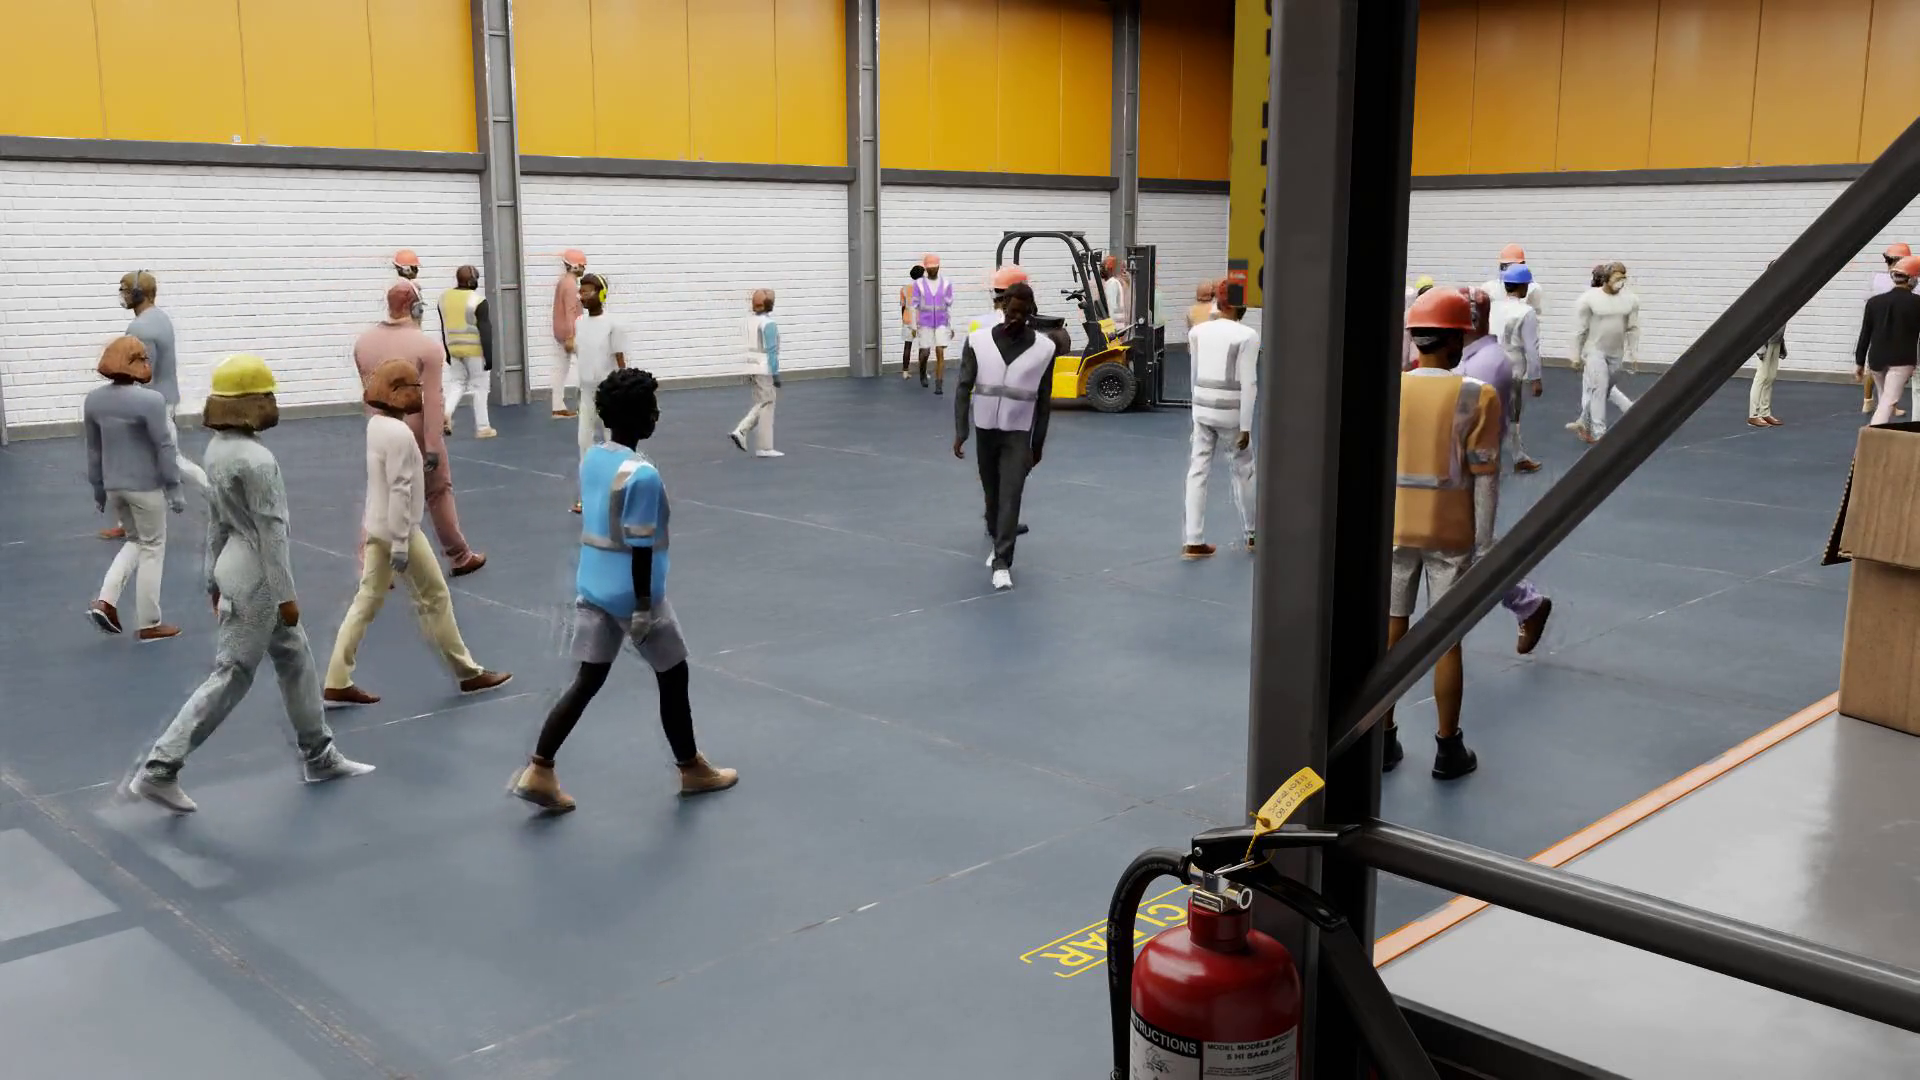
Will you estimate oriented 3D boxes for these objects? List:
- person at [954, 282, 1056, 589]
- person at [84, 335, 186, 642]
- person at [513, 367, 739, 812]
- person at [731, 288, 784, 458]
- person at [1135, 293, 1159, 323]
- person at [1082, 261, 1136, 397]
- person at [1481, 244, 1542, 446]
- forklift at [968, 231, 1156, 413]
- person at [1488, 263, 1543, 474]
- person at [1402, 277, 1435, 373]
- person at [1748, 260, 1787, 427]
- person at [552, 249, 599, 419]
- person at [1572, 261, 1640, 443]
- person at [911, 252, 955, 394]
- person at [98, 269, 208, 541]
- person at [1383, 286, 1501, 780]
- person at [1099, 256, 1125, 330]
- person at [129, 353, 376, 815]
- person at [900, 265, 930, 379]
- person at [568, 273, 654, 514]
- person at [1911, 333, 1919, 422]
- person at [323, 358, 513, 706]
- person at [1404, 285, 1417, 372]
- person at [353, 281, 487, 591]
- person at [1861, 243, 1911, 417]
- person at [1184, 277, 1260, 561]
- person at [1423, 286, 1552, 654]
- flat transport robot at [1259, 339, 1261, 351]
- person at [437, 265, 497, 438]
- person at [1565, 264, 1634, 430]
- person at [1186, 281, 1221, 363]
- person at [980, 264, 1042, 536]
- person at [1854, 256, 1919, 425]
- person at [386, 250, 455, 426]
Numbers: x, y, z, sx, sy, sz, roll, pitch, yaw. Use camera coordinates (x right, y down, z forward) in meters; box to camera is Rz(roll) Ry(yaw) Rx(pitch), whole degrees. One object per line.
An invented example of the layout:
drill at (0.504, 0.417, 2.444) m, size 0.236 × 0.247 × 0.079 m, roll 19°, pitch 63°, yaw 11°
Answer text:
person at (0.287, -0.681, 10.392) m, size 0.606 × 1.858 × 1.041 m, roll 2°, pitch 11°, yaw 8°
person at (-4.324, -0.260, 8.722) m, size 0.506 × 1.622 × 0.374 m, roll 4°, pitch 11°, yaw 22°
person at (-1.271, 0.191, 6.143) m, size 0.847 × 1.660 × 0.534 m, roll -9°, pitch 13°, yaw -39°
person at (-1.916, -1.590, 15.930) m, size 0.418 × 1.631 × 0.514 m, roll -6°, pitch 12°, yaw -29°
person at (2.517, -2.981, 23.582) m, size 0.527 × 1.604 × 0.725 m, roll -8°, pitch 13°, yaw -36°
person at (2.092, -2.755, 21.839) m, size 1.141 × 1.796 × 0.658 m, roll 7°, pitch 13°, yaw 35°
person at (5.558, -1.966, 16.860) m, size 0.615 × 2.041 × 0.376 m, roll 2°, pitch 11°, yaw 12°
forklift at (1.222, -2.721, 20.561) m, size 2.313 × 2.155 × 1.214 m, roll 2°, pitch 11°, yaw 13°
person at (4.792, -1.471, 14.589) m, size 1.014 × 1.893 × 0.634 m, roll -4°, pitch 11°, yaw -22°
person at (4.842, -1.870, 17.233) m, size 0.941 × 1.706 × 0.537 m, roll -10°, pitch 14°, yaw -43°
person at (9.089, -2.198, 18.608) m, size 0.513 × 1.867 × 0.328 m, roll -8°, pitch 13°, yaw -36°
person at (-4.462, -2.394, 19.381) m, size 0.734 × 1.962 × 0.630 m, roll -6°, pitch 12°, yaw -29°
person at (6.480, -1.874, 16.817) m, size 0.625 × 1.892 × 0.974 m, roll -1°, pitch 10°, yaw -8°
person at (-0.369, -2.932, 22.477) m, size 0.572 × 1.914 × 0.590 m, roll -1°, pitch 10°, yaw -7°
person at (-5.565, -0.936, 11.629) m, size 0.925 × 1.911 × 0.638 m, roll -3°, pitch 11°, yaw -15°
person at (1.843, -0.025, 6.569) m, size 0.548 × 1.934 × 0.375 m, roll 6°, pitch 12°, yaw 30°
person at (1.977, -2.691, 21.288) m, size 0.502 × 1.867 × 0.610 m, roll 2°, pitch 11°, yaw 11°
person at (-2.698, 0.159, 6.213) m, size 0.884 × 1.714 × 0.488 m, roll -8°, pitch 13°, yaw -36°
person at (-0.641, -3.223, 24.688) m, size 0.527 × 1.690 × 0.321 m, roll 3°, pitch 11°, yaw 17°
person at (-2.752, -1.154, 12.967) m, size 0.509 × 1.850 × 0.780 m, roll 6°, pitch 12°, yaw 31°
person at (9.686, -1.799, 16.555) m, size 0.595 × 1.826 × 0.403 m, roll -2°, pitch 11°, yaw -10°
person at (-2.538, -0.036, 7.565) m, size 0.852 × 1.583 × 0.516 m, roll -7°, pitch 13°, yaw -34°
person at (4.757, -2.160, 18.349) m, size 0.686 × 1.879 × 0.517 m, roll 2°, pitch 11°, yaw 13°
person at (-3.342, -0.635, 10.118) m, size 0.648 × 1.854 × 0.988 m, roll 3°, pitch 11°, yaw 18°
person at (10.981, -2.478, 19.659) m, size 0.394 × 2.040 × 0.608 m, roll -2°, pitch 11°, yaw -11°
person at (1.800, -0.811, 11.077) m, size 0.602 × 1.842 × 0.910 m, roll 10°, pitch 14°, yaw 43°
person at (2.576, -0.321, 8.315) m, size 0.687 × 1.882 × 0.654 m, roll 1°, pitch 10°, yaw 5°
flat transport robot at (5.681, -3.528, 30.213) m, size 1.431 × 0.197 × 0.652 m, roll 5°, pitch 11°, yaw 24°
person at (-5.160, -1.957, 17.389) m, size 0.641 × 1.829 × 0.630 m, roll 4°, pitch 11°, yaw 21°
person at (7.025, -2.074, 18.061) m, size 0.679 × 1.821 × 0.635 m, roll 4°, pitch 11°, yaw 20°
person at (2.729, -2.045, 18.387) m, size 0.524 × 1.626 × 0.368 m, roll 9°, pitch 14°, yaw 41°
person at (0.349, -0.970, 11.738) m, size 0.400 × 1.926 × 0.566 m, roll -5°, pitch 11°, yaw -24°
person at (8.728, -1.659, 15.494) m, size 1.059 × 1.930 × 0.638 m, roll -6°, pitch 12°, yaw -31°
person at (-6.005, -2.200, 18.356) m, size 0.844 × 1.963 × 0.618 m, roll -9°, pitch 14°, yaw -40°
